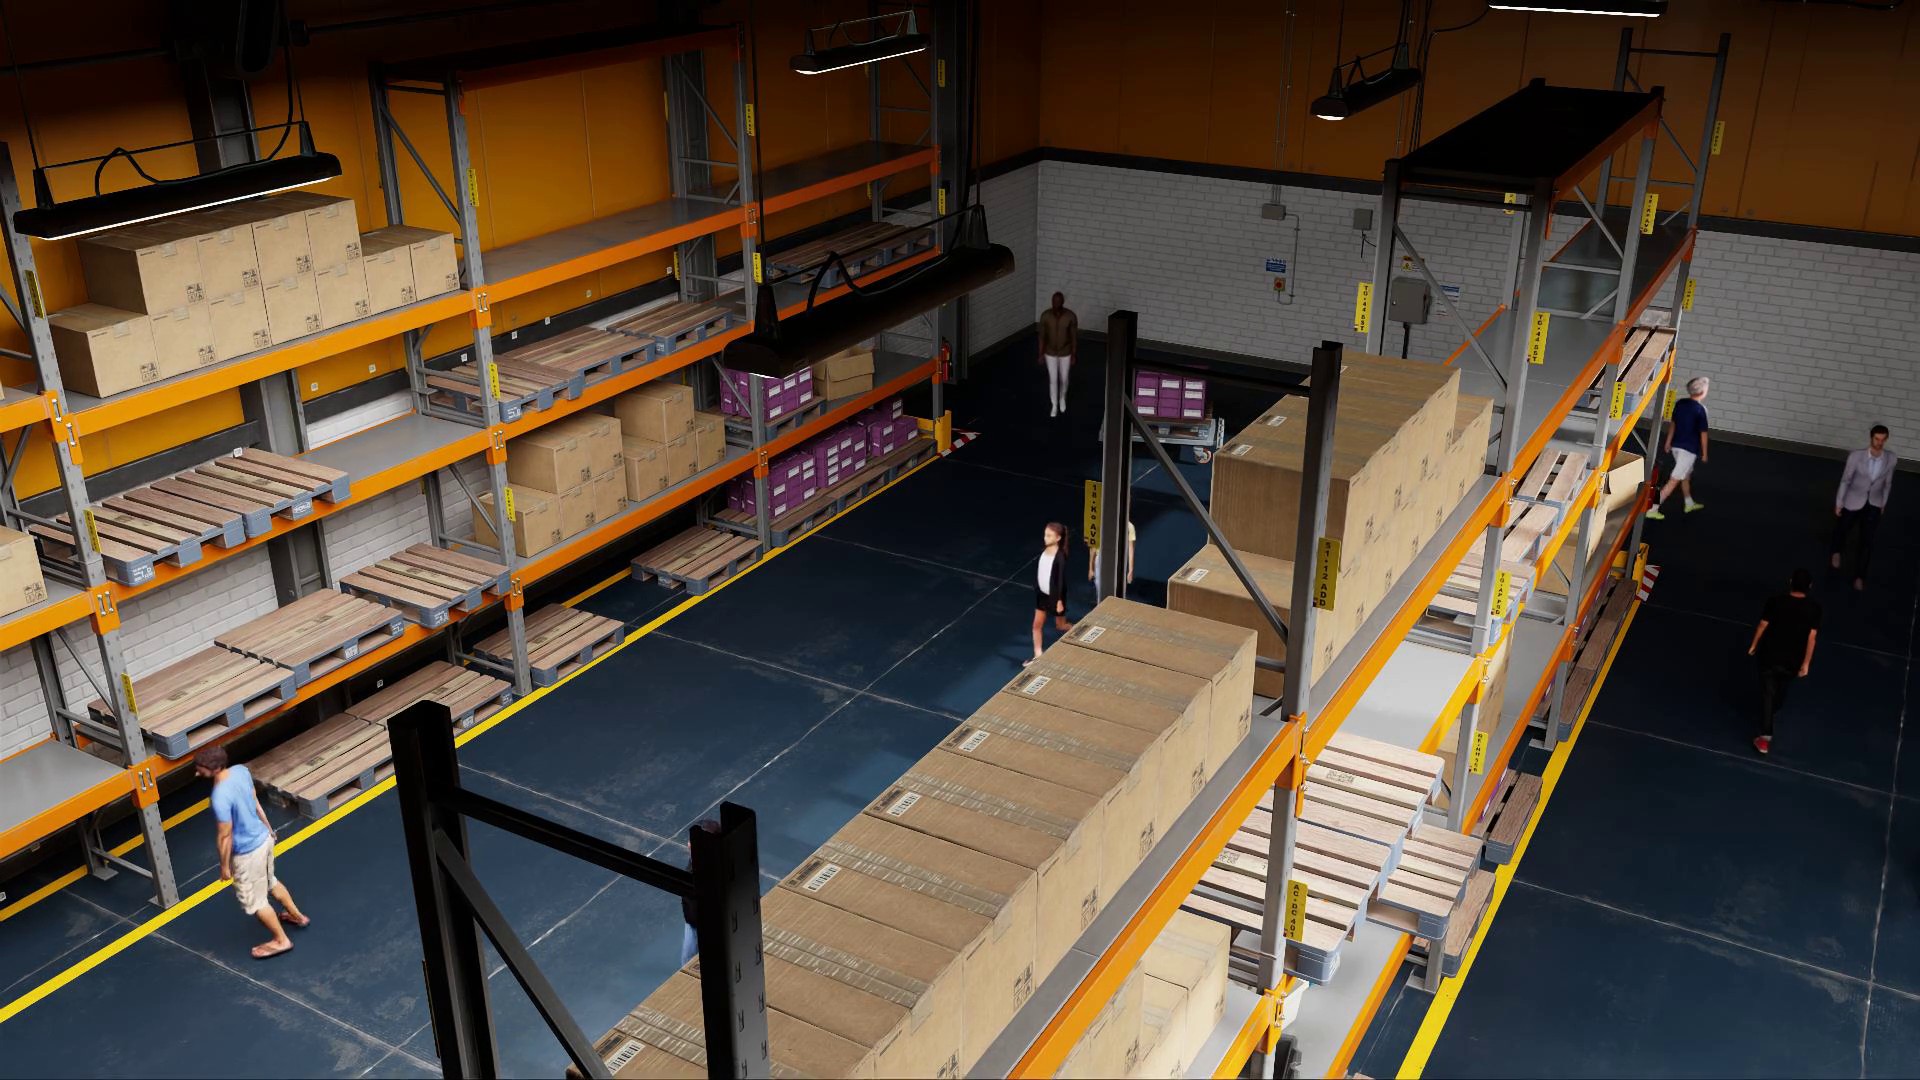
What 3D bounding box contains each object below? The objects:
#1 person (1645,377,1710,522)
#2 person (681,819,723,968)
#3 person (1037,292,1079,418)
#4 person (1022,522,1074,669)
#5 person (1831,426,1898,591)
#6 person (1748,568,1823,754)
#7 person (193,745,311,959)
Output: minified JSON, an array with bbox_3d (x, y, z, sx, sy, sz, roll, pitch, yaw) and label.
[{"bbox_3d":[8.692,-1.061,20.094,1.248,1.788,1.156,-8,25,-17],"label":"person"},{"bbox_3d":[-1.672,2.692,11.666,0.727,1.661,1.162,19,30,37],"label":"person"},{"bbox_3d":[1.413,-2.673,23.759,0.831,1.806,0.802,4,24,9],"label":"person"},{"bbox_3d":[0.993,0.539,16.756,1.080,1.528,0.810,-17,29,-34],"label":"person"},{"bbox_3d":[10.086,-0.432,18.637,0.866,1.802,1.271,8,25,17],"label":"person"},{"bbox_3d":[7.496,1.125,15.184,0.860,1.714,1.217,6,24,13],"label":"person"},{"bbox_3d":[-5.238,2.283,12.395,0.979,1.826,0.855,5,24,11],"label":"person"}]
